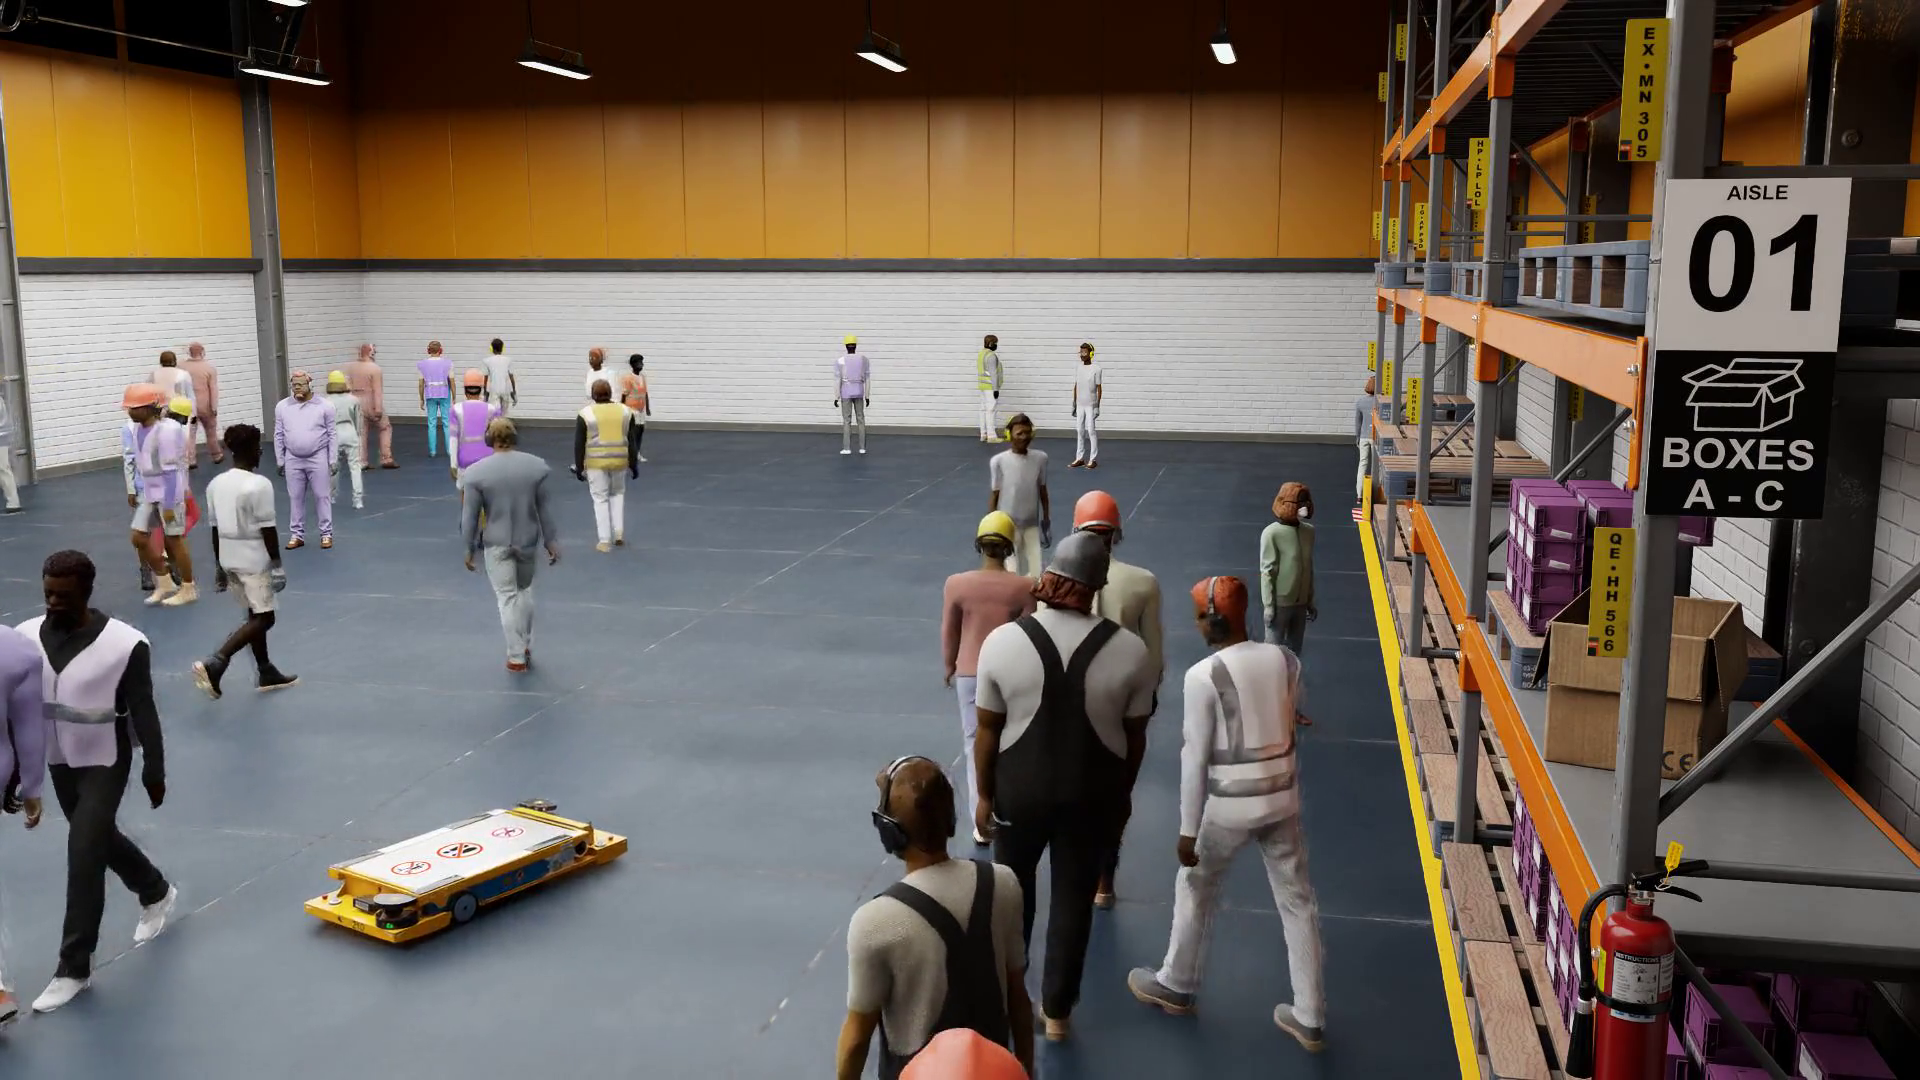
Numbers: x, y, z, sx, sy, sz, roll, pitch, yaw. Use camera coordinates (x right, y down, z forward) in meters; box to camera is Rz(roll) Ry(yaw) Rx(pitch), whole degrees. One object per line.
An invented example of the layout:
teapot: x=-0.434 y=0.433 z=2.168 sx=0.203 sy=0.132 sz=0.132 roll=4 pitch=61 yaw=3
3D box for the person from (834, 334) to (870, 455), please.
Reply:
person: x=-1.726 y=-2.317 z=26.523 sx=0.593 sy=1.923 sz=0.382 roll=-3 pitch=10 yaw=-19

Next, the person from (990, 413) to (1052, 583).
person: x=0.478 y=-0.106 z=13.391 sx=0.542 sy=1.859 sz=0.469 roll=-3 pitch=10 yaw=-19

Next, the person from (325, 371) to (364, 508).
person: x=-7.746 y=-1.257 z=20.824 sx=0.502 sy=1.698 sz=0.915 roll=-7 pitch=12 yaw=-37

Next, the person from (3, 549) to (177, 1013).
person: x=-3.674 y=0.933 z=7.102 sx=0.605 sy=1.877 sz=0.968 roll=2 pitch=10 yaw=11

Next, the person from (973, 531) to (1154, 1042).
person: x=0.401 y=0.941 z=6.548 sx=0.693 sy=2.000 sz=0.542 roll=0 pitch=9 yaw=2

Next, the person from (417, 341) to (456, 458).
person: x=-8.190 y=-2.200 z=26.078 sx=0.564 sy=1.839 sz=0.390 roll=-2 pitch=10 yaw=-12

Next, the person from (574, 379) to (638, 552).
person: x=-3.772 y=-0.797 z=17.666 sx=0.662 sy=1.823 sz=0.507 roll=-5 pitch=11 yaw=-29

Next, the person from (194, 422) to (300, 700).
person: x=-5.018 y=0.157 z=11.573 sx=0.612 sy=1.945 sz=0.779 roll=7 pitch=12 yaw=35

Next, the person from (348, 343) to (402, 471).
person: x=-8.636 y=-1.965 z=24.543 sx=0.649 sy=1.885 sz=0.728 roll=5 pitch=11 yaw=28

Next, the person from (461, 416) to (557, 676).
person: x=-3.389 y=0.031 z=12.385 sx=0.664 sy=1.917 sz=0.714 roll=-6 pitch=11 yaw=-32

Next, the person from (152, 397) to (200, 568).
person: x=-7.818 y=-0.555 z=16.493 sx=0.630 sy=1.724 sz=0.443 roll=5 pitch=11 yaw=28

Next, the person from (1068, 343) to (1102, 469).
person: x=1.869 y=-1.995 z=24.747 sx=0.513 sy=1.872 sz=0.328 roll=8 pitch=12 yaw=40

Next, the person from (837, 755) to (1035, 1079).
person: x=-0.094 y=1.431 z=4.347 sx=0.528 sy=1.785 sz=0.996 roll=-7 pitch=12 yaw=-37

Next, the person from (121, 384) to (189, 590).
person: x=-7.511 y=-0.501 z=15.573 sx=0.543 sy=1.928 sz=0.374 roll=-8 pitch=13 yaw=-41

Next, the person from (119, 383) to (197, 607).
person: x=-7.034 y=-0.379 z=14.614 sx=0.644 sy=2.004 sz=0.592 roll=6 pitch=11 yaw=34

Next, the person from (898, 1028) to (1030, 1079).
person: x=0.054 y=1.663 z=2.587 sx=0.561 sy=1.905 sz=0.773 roll=1 pitch=10 yaw=9

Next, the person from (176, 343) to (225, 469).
person: x=-11.388 y=-2.014 z=24.899 sx=0.655 sy=1.851 sz=0.992 roll=-1 pitch=9 yaw=-6

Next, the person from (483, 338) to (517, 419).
person: x=-7.584 y=-2.415 z=27.450 sx=0.531 sy=1.826 sz=0.920 roll=-4 pitch=10 yaw=-24

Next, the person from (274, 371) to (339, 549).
person: x=-6.969 y=-0.849 z=17.730 sx=0.653 sy=1.906 sz=0.408 roll=-1 pitch=9 yaw=-7

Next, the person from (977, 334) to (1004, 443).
person: x=0.521 y=-2.578 z=28.352 sx=0.429 sy=1.843 sz=0.627 roll=-4 pitch=10 yaw=-21

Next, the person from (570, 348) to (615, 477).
person: x=-5.175 y=-1.823 z=23.823 sx=0.594 sy=1.825 sz=1.038 roll=6 pitch=11 yaw=31

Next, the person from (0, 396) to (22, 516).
person: x=-11.733 y=-1.158 z=19.916 sx=0.790 sy=1.803 sz=0.597 roll=-7 pitch=12 yaw=-37

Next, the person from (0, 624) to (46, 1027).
person: x=-3.989 y=1.002 z=6.680 sx=1.000 sy=1.891 sz=0.664 roll=8 pitch=12 yaw=40

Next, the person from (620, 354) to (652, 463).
person: x=-4.957 y=-2.003 z=25.355 sx=0.356 sy=1.676 sz=0.561 roll=4 pitch=10 yaw=24

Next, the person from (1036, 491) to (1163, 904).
person: x=0.680 y=0.723 z=8.184 sx=0.631 sy=1.937 sz=1.048 roll=1 pitch=9 yaw=3

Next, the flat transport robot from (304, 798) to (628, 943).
flat transport robot: x=-2.360 y=1.571 z=8.071 sx=0.652 sy=0.197 sz=1.431 roll=6 pitch=11 yaw=33

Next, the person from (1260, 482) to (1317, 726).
person: x=2.144 y=0.434 z=10.835 sx=0.497 sy=1.631 sz=0.280 roll=-8 pitch=12 yaw=-40

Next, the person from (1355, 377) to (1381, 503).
person: x=5.218 y=-1.256 z=21.004 sx=0.265 sy=1.632 sz=0.509 roll=-8 pitch=12 yaw=-40

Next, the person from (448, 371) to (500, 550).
person: x=-5.227 y=-0.877 z=17.948 sx=0.573 sy=1.883 sz=0.986 roll=-4 pitch=10 yaw=-23

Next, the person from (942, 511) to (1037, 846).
person: x=0.166 y=0.704 z=8.884 sx=0.533 sy=1.731 sz=0.795 roll=1 pitch=9 yaw=3

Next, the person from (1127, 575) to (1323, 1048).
person: x=1.071 y=1.048 z=6.559 sx=0.602 sy=1.830 sz=0.816 roll=-5 pitch=11 yaw=-28

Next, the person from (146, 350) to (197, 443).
person: x=-11.241 y=-1.790 z=23.680 sx=0.611 sy=1.820 sz=0.800 roll=0 pitch=9 yaw=0
